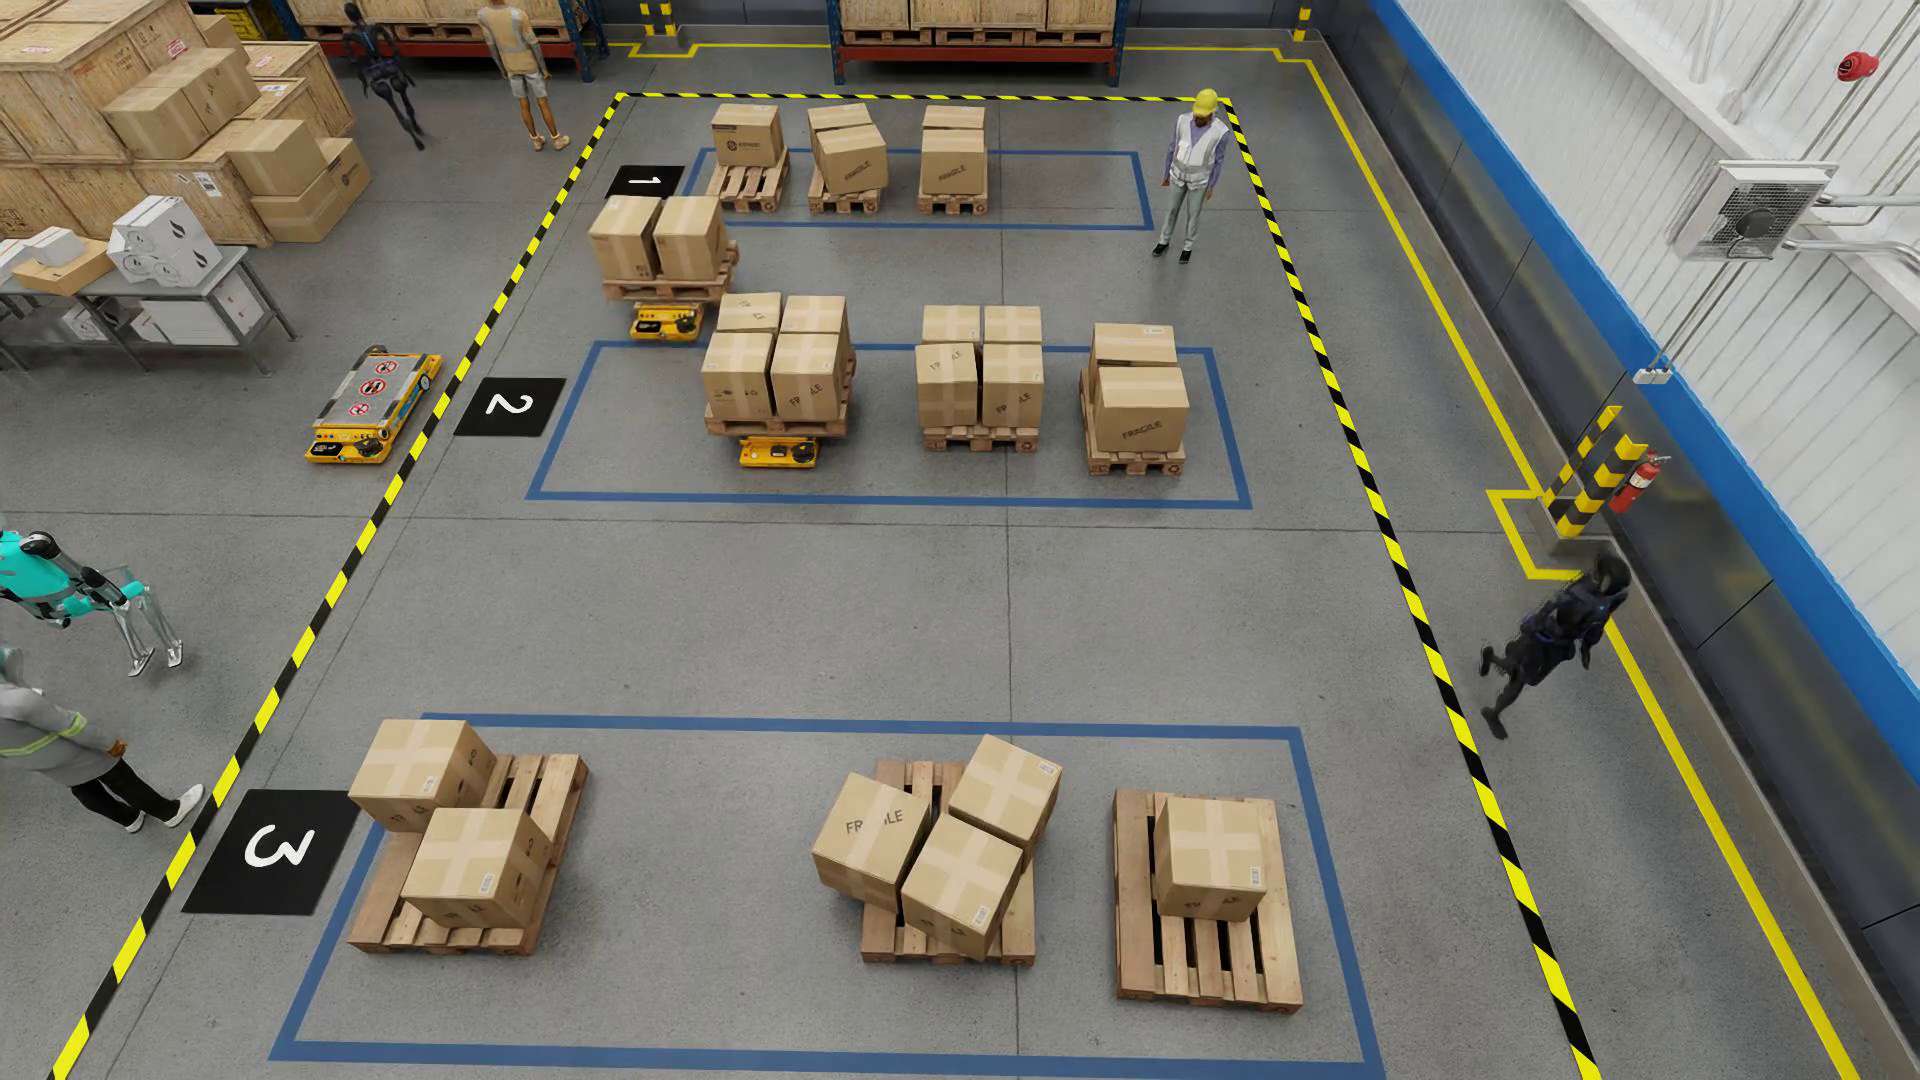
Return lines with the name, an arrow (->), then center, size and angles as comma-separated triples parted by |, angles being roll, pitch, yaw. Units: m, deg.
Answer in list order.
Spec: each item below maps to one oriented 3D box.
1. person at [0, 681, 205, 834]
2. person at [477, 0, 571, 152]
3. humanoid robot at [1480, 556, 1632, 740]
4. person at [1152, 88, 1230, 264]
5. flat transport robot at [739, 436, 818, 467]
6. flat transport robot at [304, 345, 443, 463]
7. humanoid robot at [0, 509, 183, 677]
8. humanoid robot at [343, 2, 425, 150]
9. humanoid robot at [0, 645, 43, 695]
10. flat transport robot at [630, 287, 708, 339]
person -> -5.239, 1.172, 5.338 | 0.597, 1.850, 0.395 | -4, 50, -3
person -> -5.280, -5.726, 11.049 | 0.608, 2.048, 0.363 | 1, 50, 0
humanoid robot -> 3.766, 0.616, 5.925 | 0.601, 1.639, 0.574 | -7, 50, -6
person -> 2.389, -3.769, 9.533 | 0.587, 1.830, 0.404 | 23, 54, 18
flat transport robot -> -1.582, -1.235, 8.394 | 0.652, 0.197, 1.431 | 1, 50, 1
flat transport robot -> -5.383, -1.269, 8.441 | 0.659, 0.231, 1.431 | 1, 50, 1
humanoid robot -> -5.829, 0.263, 6.097 | 0.533, 1.673, 0.735 | -12, 51, -10
humanoid robot -> -7.124, -5.718, 11.305 | 0.595, 1.634, 0.749 | -33, 57, -25
humanoid robot -> -6.513, 0.804, 5.718 | 0.537, 1.730, 1.034 | 1, 50, 1
flat transport robot -> -2.950, -2.611, 9.558 | 0.652, 0.197, 1.431 | 1, 50, 1
